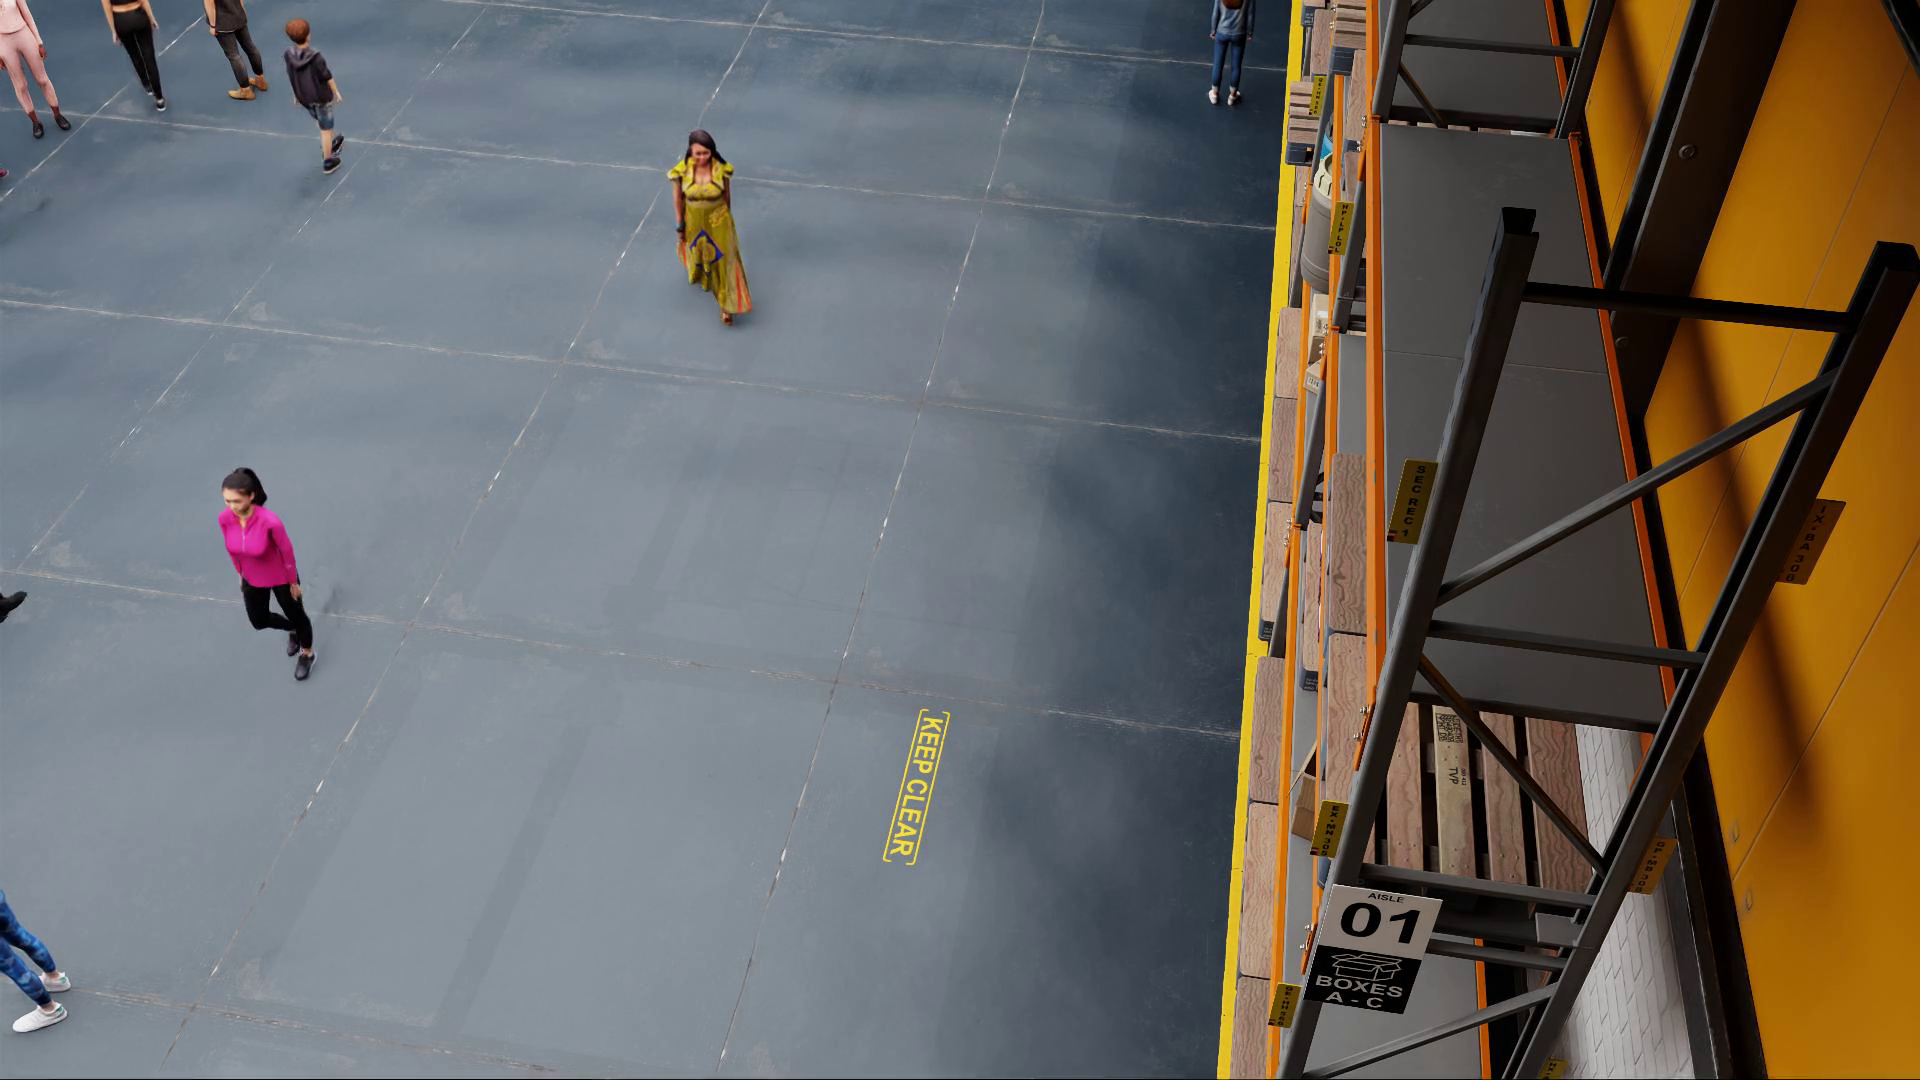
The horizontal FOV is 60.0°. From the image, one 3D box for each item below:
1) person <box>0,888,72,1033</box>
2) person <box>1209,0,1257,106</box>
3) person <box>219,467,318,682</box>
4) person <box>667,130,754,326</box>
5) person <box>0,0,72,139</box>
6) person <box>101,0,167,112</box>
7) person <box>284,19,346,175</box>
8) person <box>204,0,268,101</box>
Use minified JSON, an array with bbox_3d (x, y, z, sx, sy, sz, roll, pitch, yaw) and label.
[{"bbox_3d":[-5.109,1.973,8.706,0.715,1.787,0.626,-7,44,-7],"label":"person"},{"bbox_3d":[2.639,-4.941,16.181,0.558,1.477,0.499,8,44,8],"label":"person"},{"bbox_3d":[-4.385,0.173,10.663,0.618,1.695,0.637,5,44,5],"label":"person"},{"bbox_3d":[-2.110,-2.653,13.683,1.004,1.621,1.279,-8,44,-8],"label":"person"},{"bbox_3d":[-8.907,-4.659,15.707,0.691,1.721,0.752,-26,49,-25],"label":"person"},{"bbox_3d":[-7.974,-4.917,16.046,0.842,1.628,0.952,-17,46,-17],"label":"person"},{"bbox_3d":[-5.960,-4.045,15.277,0.549,1.426,0.789,8,44,8],"label":"person"},{"bbox_3d":[-7.147,-5.138,16.214,0.737,1.717,0.578,18,47,18],"label":"person"}]
